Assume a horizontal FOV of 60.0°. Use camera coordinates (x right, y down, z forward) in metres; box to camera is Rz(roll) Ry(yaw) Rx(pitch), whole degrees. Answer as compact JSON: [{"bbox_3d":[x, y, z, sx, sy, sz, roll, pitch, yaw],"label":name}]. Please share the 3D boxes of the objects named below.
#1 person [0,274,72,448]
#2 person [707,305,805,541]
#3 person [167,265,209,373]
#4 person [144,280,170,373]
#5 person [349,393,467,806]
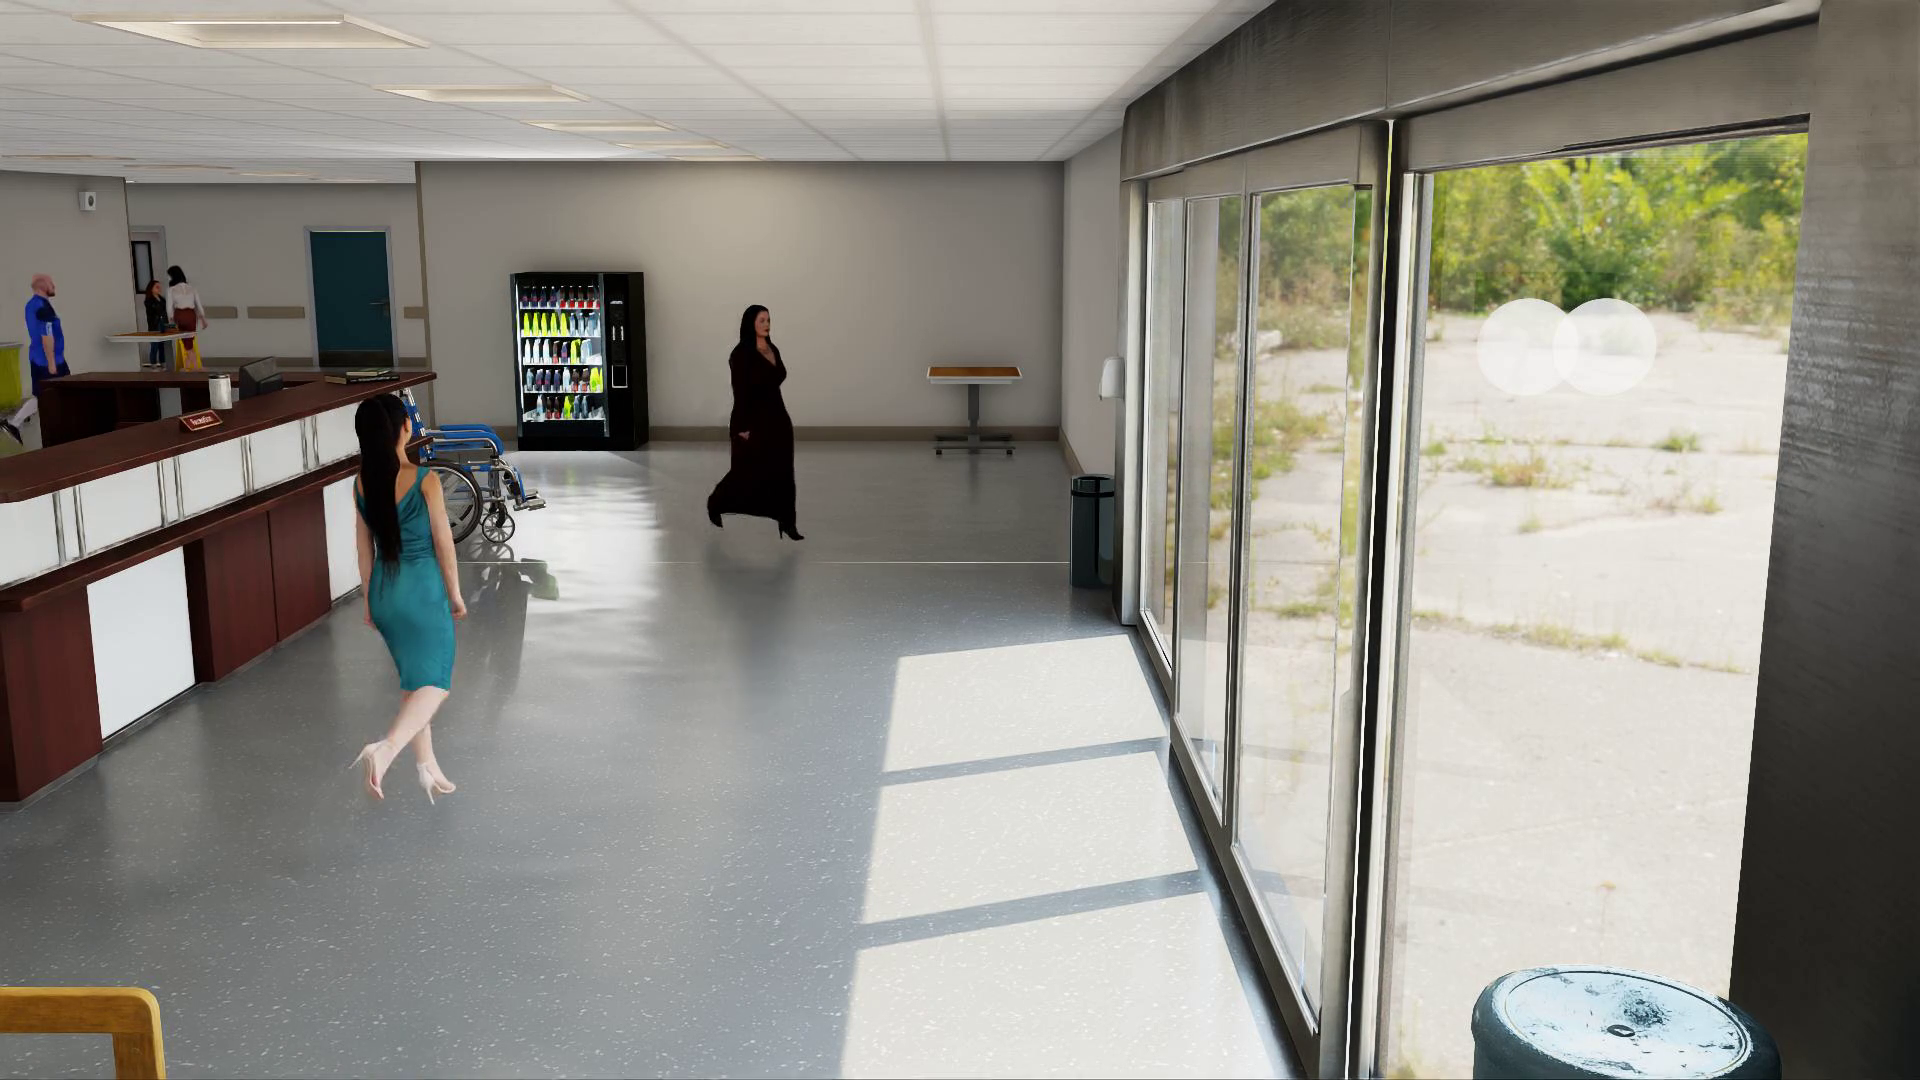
[{"bbox_3d":[-9.551,-1.833,17.262,1.127,1.816,1.166,10,15,43],"label":"person"},{"bbox_3d":[-1.557,-0.836,12.261,1.195,1.723,1.030,7,13,33],"label":"person"},{"bbox_3d":[-11.206,-3.079,24.139,1.126,1.701,1.024,10,14,41],"label":"person"},{"bbox_3d":[-12.529,-3.313,25.961,0.591,1.481,0.602,3,11,16],"label":"person"},{"bbox_3d":[-2.196,0.289,6.489,0.868,1.664,0.774,3,11,17],"label":"person"}]
